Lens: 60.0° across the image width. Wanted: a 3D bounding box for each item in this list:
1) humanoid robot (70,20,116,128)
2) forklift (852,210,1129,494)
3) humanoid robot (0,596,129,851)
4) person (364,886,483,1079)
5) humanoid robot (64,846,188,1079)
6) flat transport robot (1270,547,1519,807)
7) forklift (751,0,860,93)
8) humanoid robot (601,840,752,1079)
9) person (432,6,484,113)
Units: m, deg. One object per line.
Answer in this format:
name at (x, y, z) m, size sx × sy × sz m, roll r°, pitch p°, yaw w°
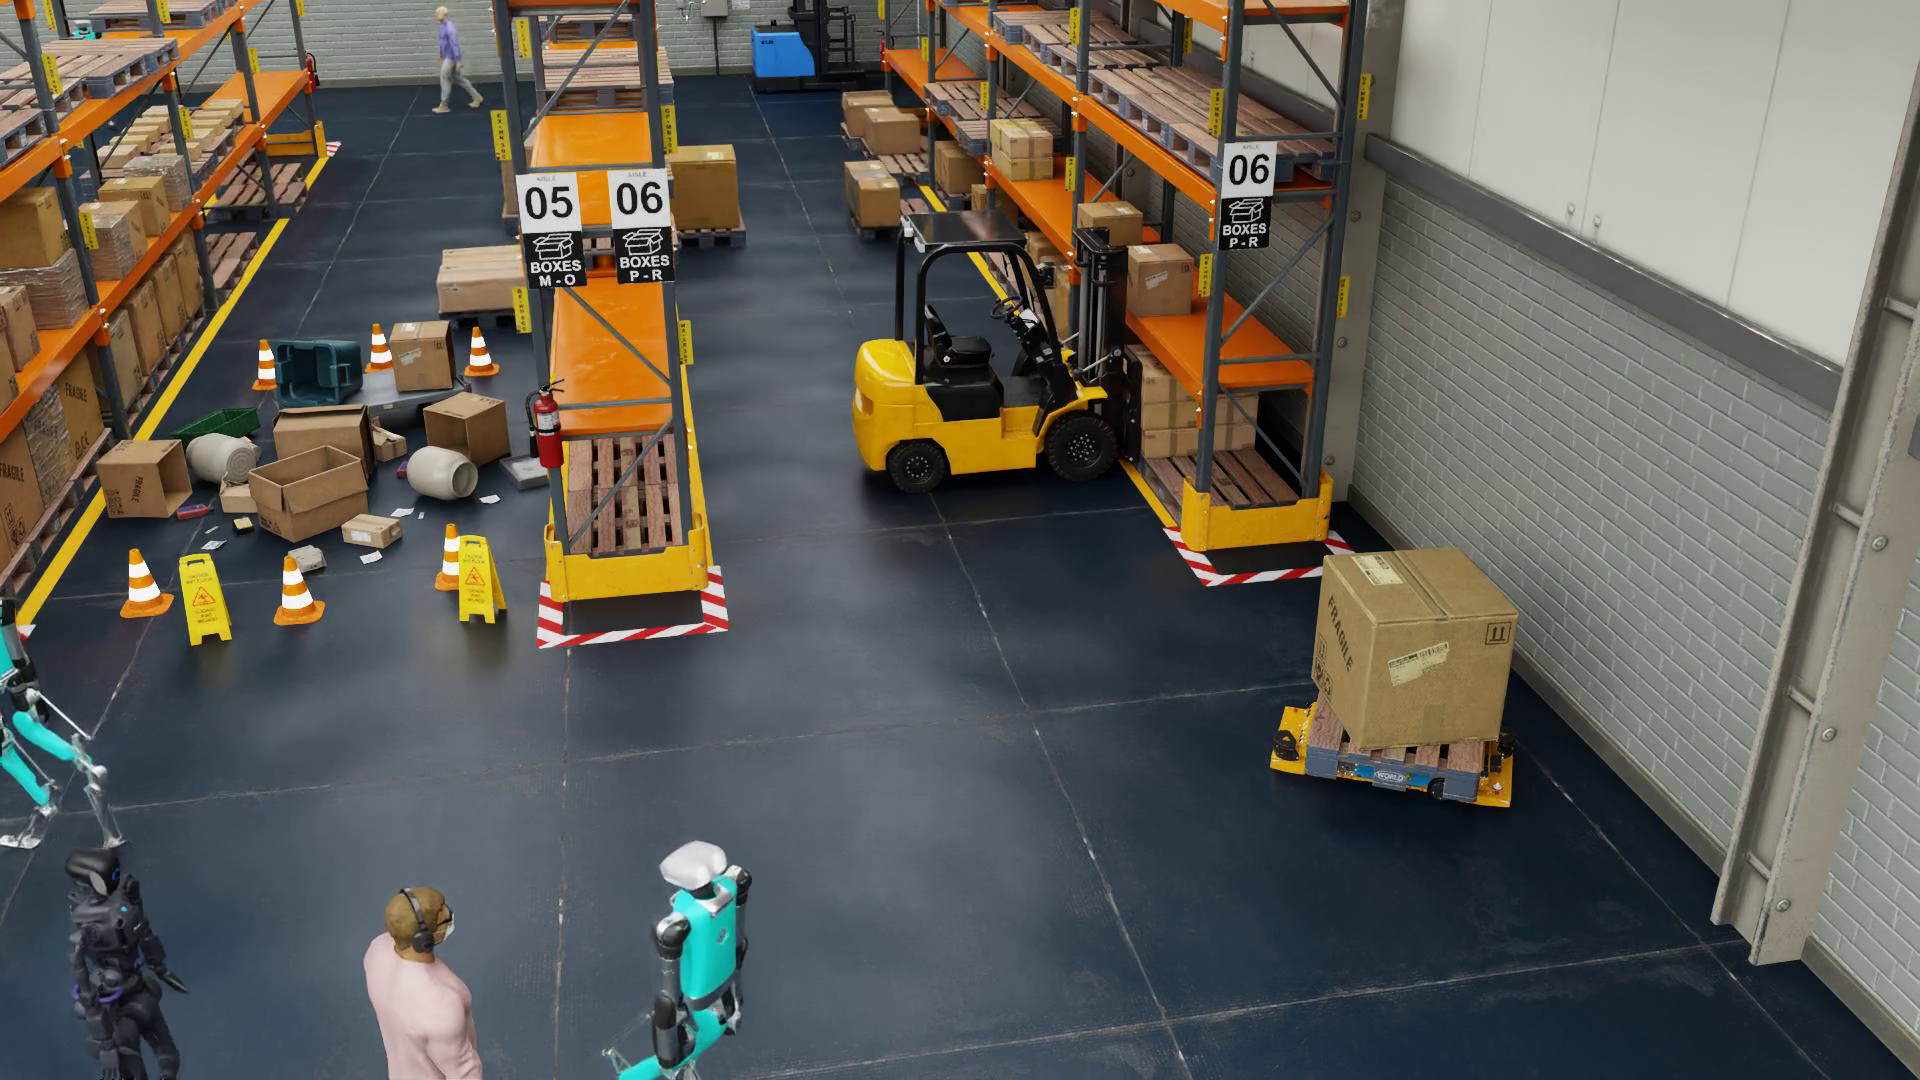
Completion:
humanoid robot at (-14.110, -7.562, 27.206) m, size 0.542 × 1.798 × 0.835 m, roll -21°, pitch 33°, yaw -37°
forklift at (0.216, -1.659, 14.366) m, size 2.313 × 2.155 × 1.214 m, roll -5°, pitch 26°, yaw -10°
humanoid robot at (-5.092, 1.073, 9.249) m, size 0.992 × 1.780 × 0.533 m, roll 7°, pitch 27°, yaw 15°
person at (-2.067, 2.188, 6.646) m, size 0.628 × 1.939 × 0.373 m, roll 23°, pitch 34°, yaw 39°
humanoid robot at (-3.639, 2.028, 7.280) m, size 0.323 × 1.655 × 0.584 m, roll 0°, pitch 26°, yaw 1°
flat transport robot at (2.709, 1.312, 10.398) m, size 1.431 × 0.231 × 0.659 m, roll 8°, pitch 27°, yaw 16°
forklift at (-2.872, -9.679, 30.288) m, size 1.873 × 2.768 × 1.129 m, roll -5°, pitch 26°, yaw -10°
humanoid robot at (-1.248, 2.031, 7.185) m, size 0.673 × 1.783 × 0.548 m, roll 15°, pitch 30°, yaw 28°
person at (-8.743, -8.310, 28.712) m, size 0.899 × 1.769 × 0.598 m, roll -13°, pitch 28°, yaw -25°
